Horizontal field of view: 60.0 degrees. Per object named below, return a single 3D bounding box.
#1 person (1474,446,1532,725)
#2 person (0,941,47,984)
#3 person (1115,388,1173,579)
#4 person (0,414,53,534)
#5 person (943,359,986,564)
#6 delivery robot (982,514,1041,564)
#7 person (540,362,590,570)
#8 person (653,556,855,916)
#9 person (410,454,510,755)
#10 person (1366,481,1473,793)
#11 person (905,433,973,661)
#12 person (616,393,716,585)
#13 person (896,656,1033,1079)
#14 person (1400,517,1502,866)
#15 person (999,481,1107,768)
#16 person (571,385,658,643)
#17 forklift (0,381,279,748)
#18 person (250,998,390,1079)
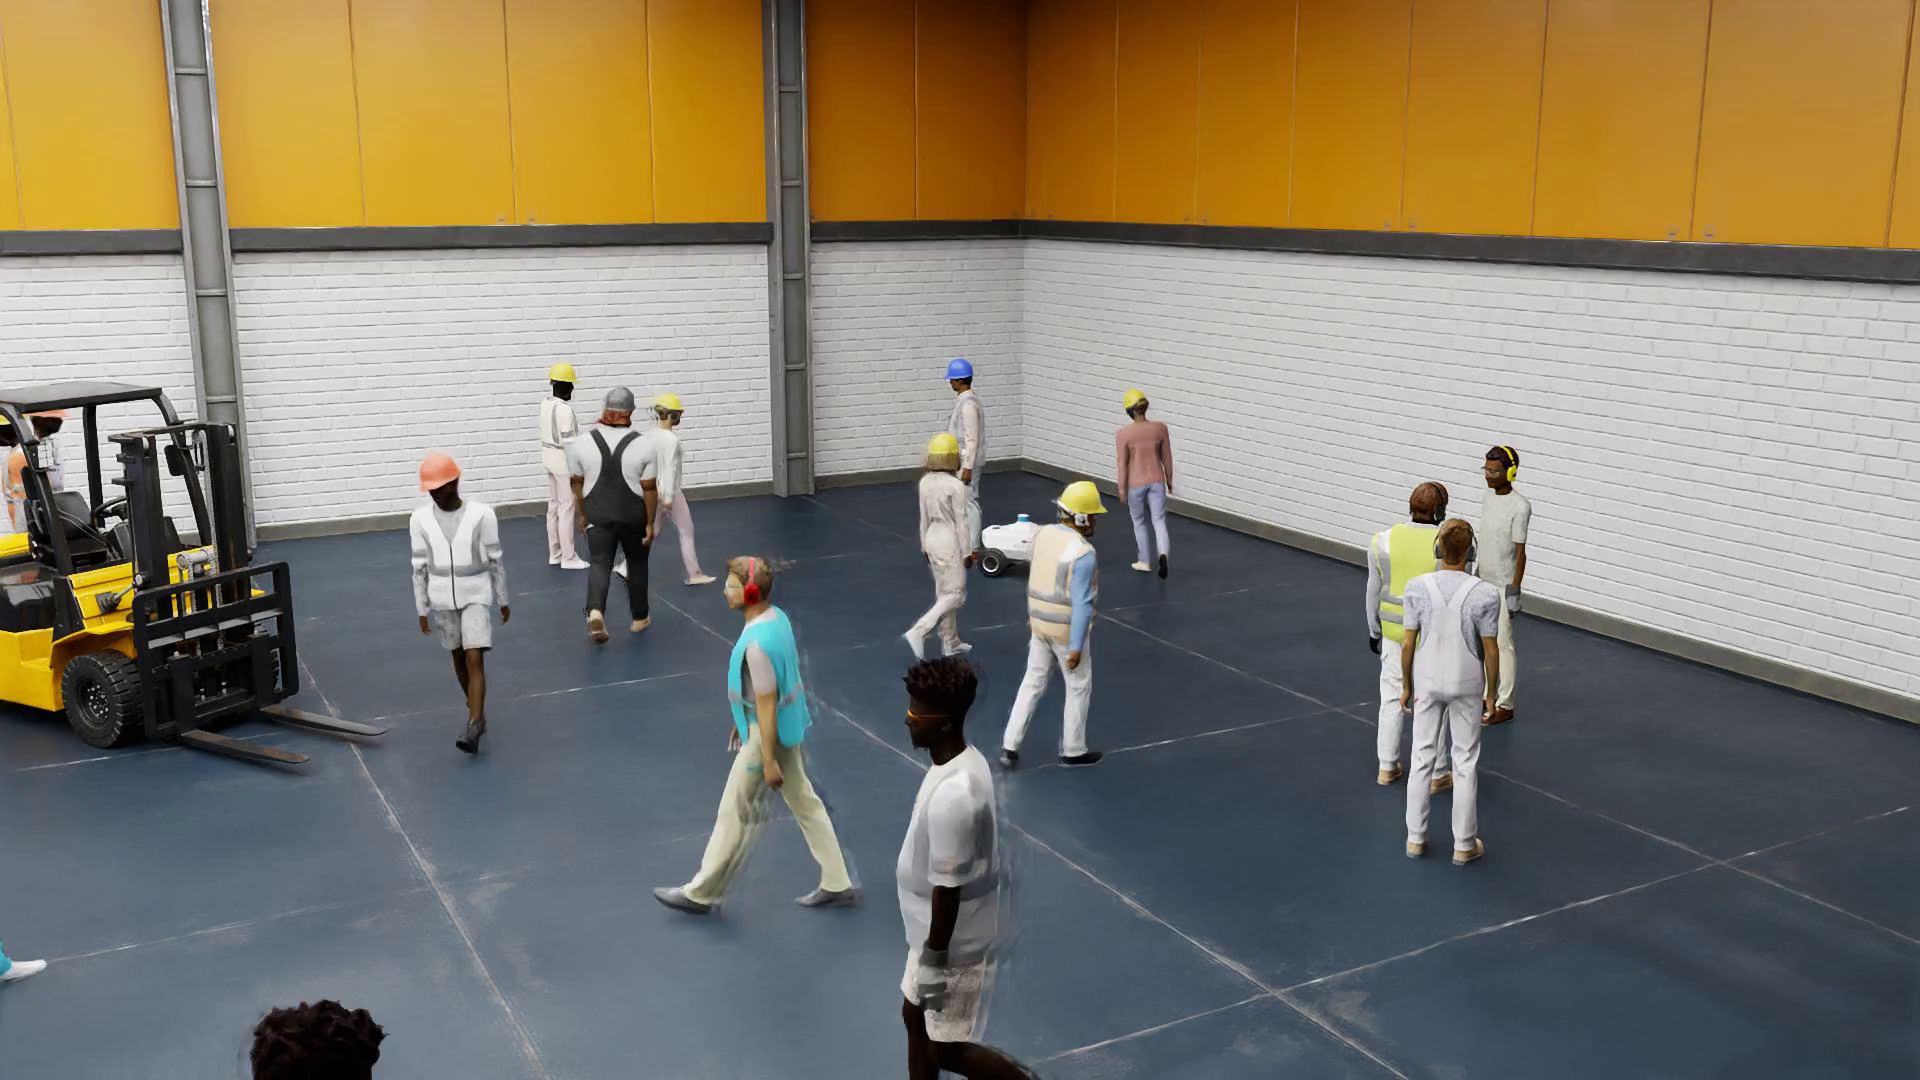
[{"bbox_3d":[3.551,0.294,11.024,0.334,1.858,0.509,-3,12,-13],"label":"person"},{"bbox_3d":[-4.376,1.141,7.016,0.637,1.883,0.830,7,14,30],"label":"person"},{"bbox_3d":[1.698,-0.499,15.061,0.570,1.726,0.721,-3,12,-13],"label":"person"},{"bbox_3d":[-7.209,-0.125,12.851,0.406,1.918,0.593,-4,13,-16],"label":"person"},{"bbox_3d":[0.045,-0.737,15.649,0.402,1.941,0.602,-1,12,-4],"label":"person"},{"bbox_3d":[0.578,0.008,15.206,0.707,0.478,0.477,4,13,18],"label":"delivery robot"},{"bbox_3d":[-3.680,-0.686,15.449,0.373,1.925,0.585,-9,15,-35],"label":"person"},{"bbox_3d":[-0.977,0.958,8.050,0.986,1.795,0.563,1,12,5],"label":"person"},{"bbox_3d":[-3.164,0.403,10.448,0.567,1.879,0.981,-1,12,-4],"label":"person"},{"bbox_3d":[2.708,0.564,9.787,0.634,1.841,0.429,8,14,33],"label":"person"},{"bbox_3d":[-0.155,0.061,12.401,0.643,1.724,0.489,-9,15,-36],"label":"person"},{"bbox_3d":[-2.659,-0.432,14.737,0.800,1.725,0.520,-8,15,-34],"label":"person"},{"bbox_3d":[0.022,1.352,5.853,0.780,1.948,0.615,0,12,-2],"label":"person"},{"bbox_3d":[2.559,0.792,8.717,0.504,1.843,0.345,6,14,27],"label":"person"},{"bbox_3d":[0.549,0.536,10.058,0.674,1.798,0.610,-8,14,-33],"label":"person"},{"bbox_3d":[-2.683,-0.217,12.979,0.677,2.000,0.883,0,12,1],"label":"person"},{"bbox_3d":[-5.853,0.085,11.199,2.313,2.155,1.214,7,14,28],"label":"forklift"},{"bbox_3d":[-1.418,1.883,3.420,0.553,1.917,0.651,-1,12,-3],"label":"person"}]
